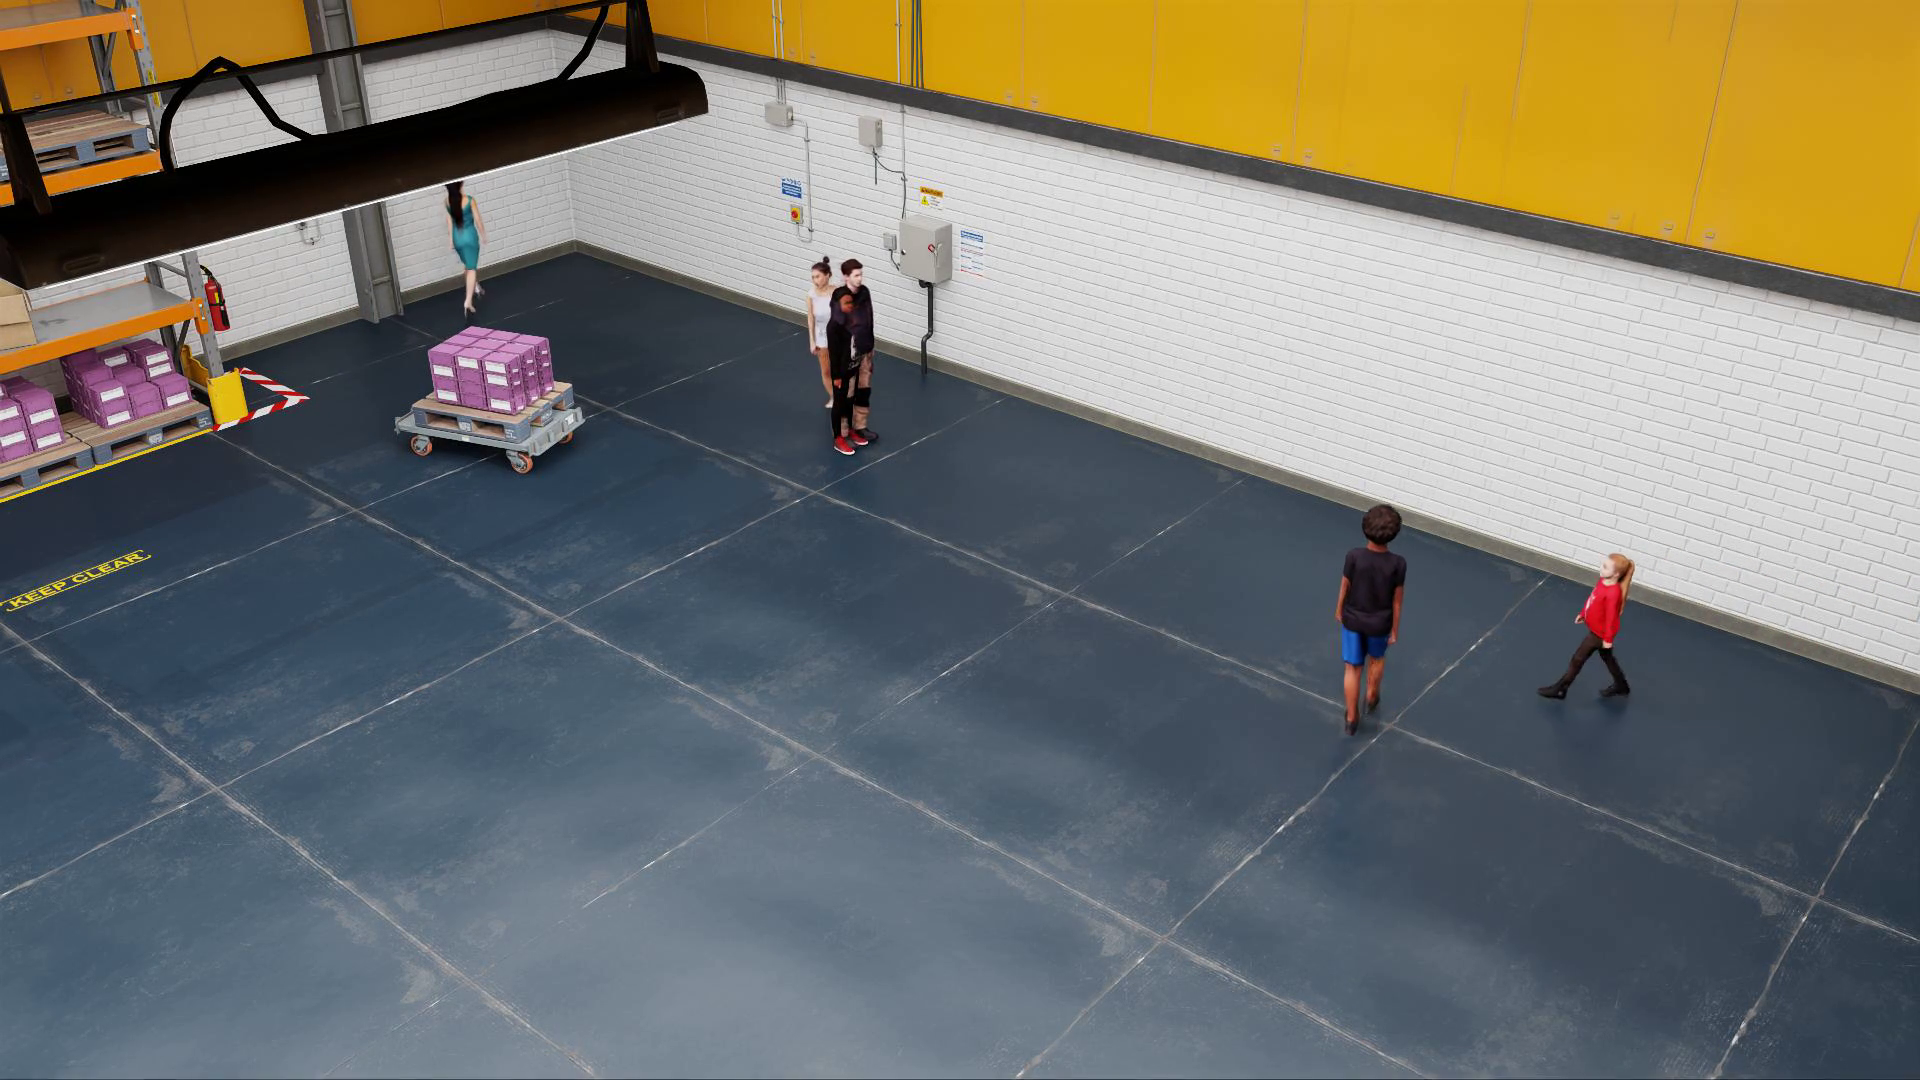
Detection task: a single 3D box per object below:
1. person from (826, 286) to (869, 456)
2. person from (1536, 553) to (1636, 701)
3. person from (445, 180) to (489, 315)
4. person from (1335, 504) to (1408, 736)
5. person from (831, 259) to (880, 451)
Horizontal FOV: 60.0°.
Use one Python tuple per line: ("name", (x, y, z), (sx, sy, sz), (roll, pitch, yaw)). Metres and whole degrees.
("person", (-1.130, -1.668, 16.188), (0.691, 1.675, 0.530), (15, 32, 25))
("person", (4.816, 0.668, 12.346), (0.829, 1.253, 0.919), (6, 29, 10))
("person", (-5.800, -3.450, 19.490), (0.904, 1.641, 1.080), (3, 29, 6))
("person", (2.905, 0.617, 11.889), (0.785, 1.780, 0.886), (6, 29, 10))
("person", (-1.042, -1.829, 16.225), (0.745, 1.921, 0.504), (21, 35, 34))
